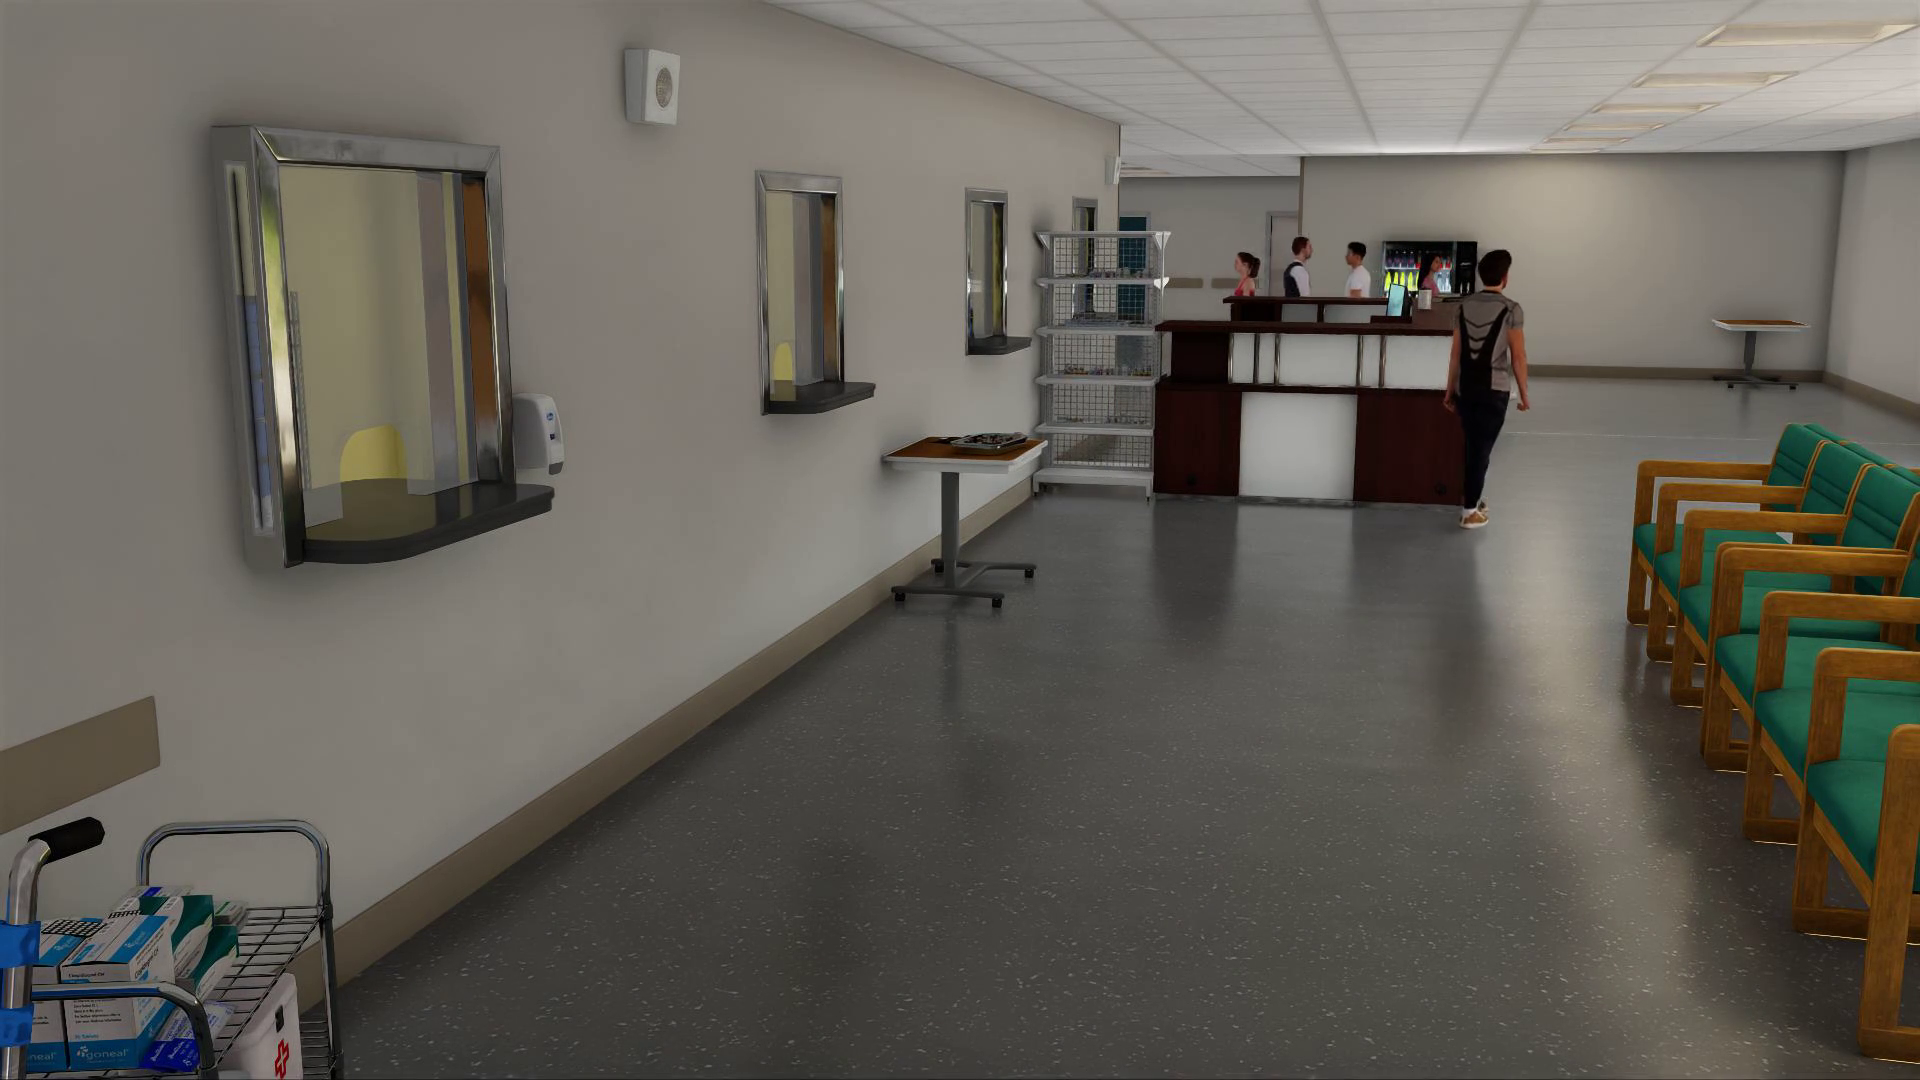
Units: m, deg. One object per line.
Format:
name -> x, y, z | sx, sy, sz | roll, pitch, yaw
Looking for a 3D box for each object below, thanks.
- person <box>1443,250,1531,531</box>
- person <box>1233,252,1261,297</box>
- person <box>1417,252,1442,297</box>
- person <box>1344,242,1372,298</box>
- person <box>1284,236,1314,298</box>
person -> 3.501, -0.999, 11.256 | 0.950, 1.870, 0.950 | 9, 14, 40
person -> 3.334, -2.386, 18.962 | 1.059, 1.724, 0.707 | 1, 11, 5
person -> 5.630, -2.608, 20.084 | 0.496, 1.741, 0.560 | 3, 11, 17
person -> 4.728, -2.543, 19.481 | 1.058, 1.837, 0.872 | 7, 13, 32
person -> 3.597, -2.373, 18.413 | 1.202, 1.902, 0.802 | 1, 11, 6
